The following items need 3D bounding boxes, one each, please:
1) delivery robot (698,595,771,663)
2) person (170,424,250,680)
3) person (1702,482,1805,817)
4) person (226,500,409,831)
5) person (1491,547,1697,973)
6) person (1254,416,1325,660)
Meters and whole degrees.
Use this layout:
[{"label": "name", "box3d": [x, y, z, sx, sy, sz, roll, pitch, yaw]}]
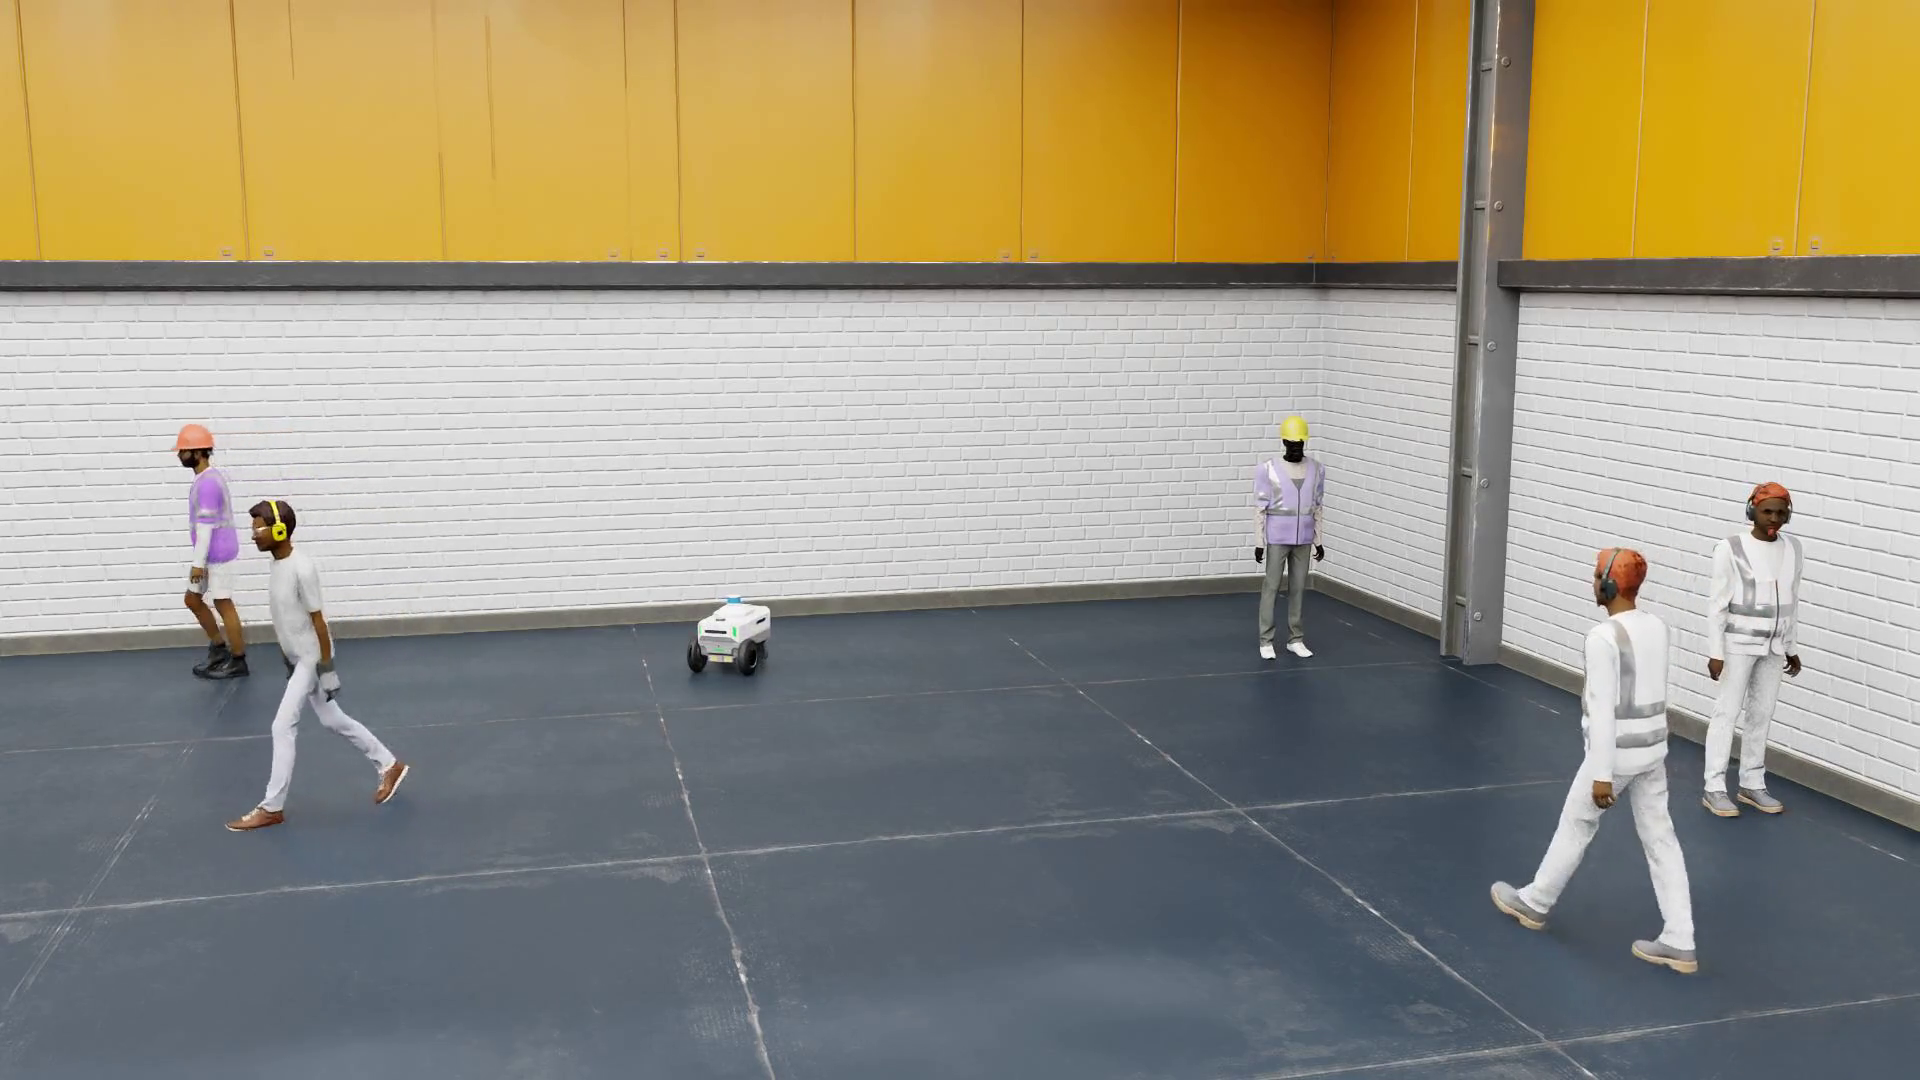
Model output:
[{"label": "delivery robot", "box3d": [-1.732, 0.665, 12.799, 0.477, 0.478, 0.707, 3, 9, 16]}, {"label": "person", "box3d": [-5.599, 0.100, 12.358, 0.545, 1.922, 0.547, -5, 10, -29]}, {"label": "person", "box3d": [4.447, 0.608, 9.313, 0.585, 1.881, 0.337, -2, 9, -15]}, {"label": "person", "box3d": [-3.593, 0.654, 9.279, 0.997, 1.819, 0.523, -7, 11, -37]}, {"label": "person", "box3d": [2.910, 0.941, 7.423, 0.598, 1.823, 0.993, -6, 11, -34]}, {"label": "person", "box3d": [2.601, -0.017, 13.080, 0.594, 1.924, 0.382, -2, 9, -15]}]
